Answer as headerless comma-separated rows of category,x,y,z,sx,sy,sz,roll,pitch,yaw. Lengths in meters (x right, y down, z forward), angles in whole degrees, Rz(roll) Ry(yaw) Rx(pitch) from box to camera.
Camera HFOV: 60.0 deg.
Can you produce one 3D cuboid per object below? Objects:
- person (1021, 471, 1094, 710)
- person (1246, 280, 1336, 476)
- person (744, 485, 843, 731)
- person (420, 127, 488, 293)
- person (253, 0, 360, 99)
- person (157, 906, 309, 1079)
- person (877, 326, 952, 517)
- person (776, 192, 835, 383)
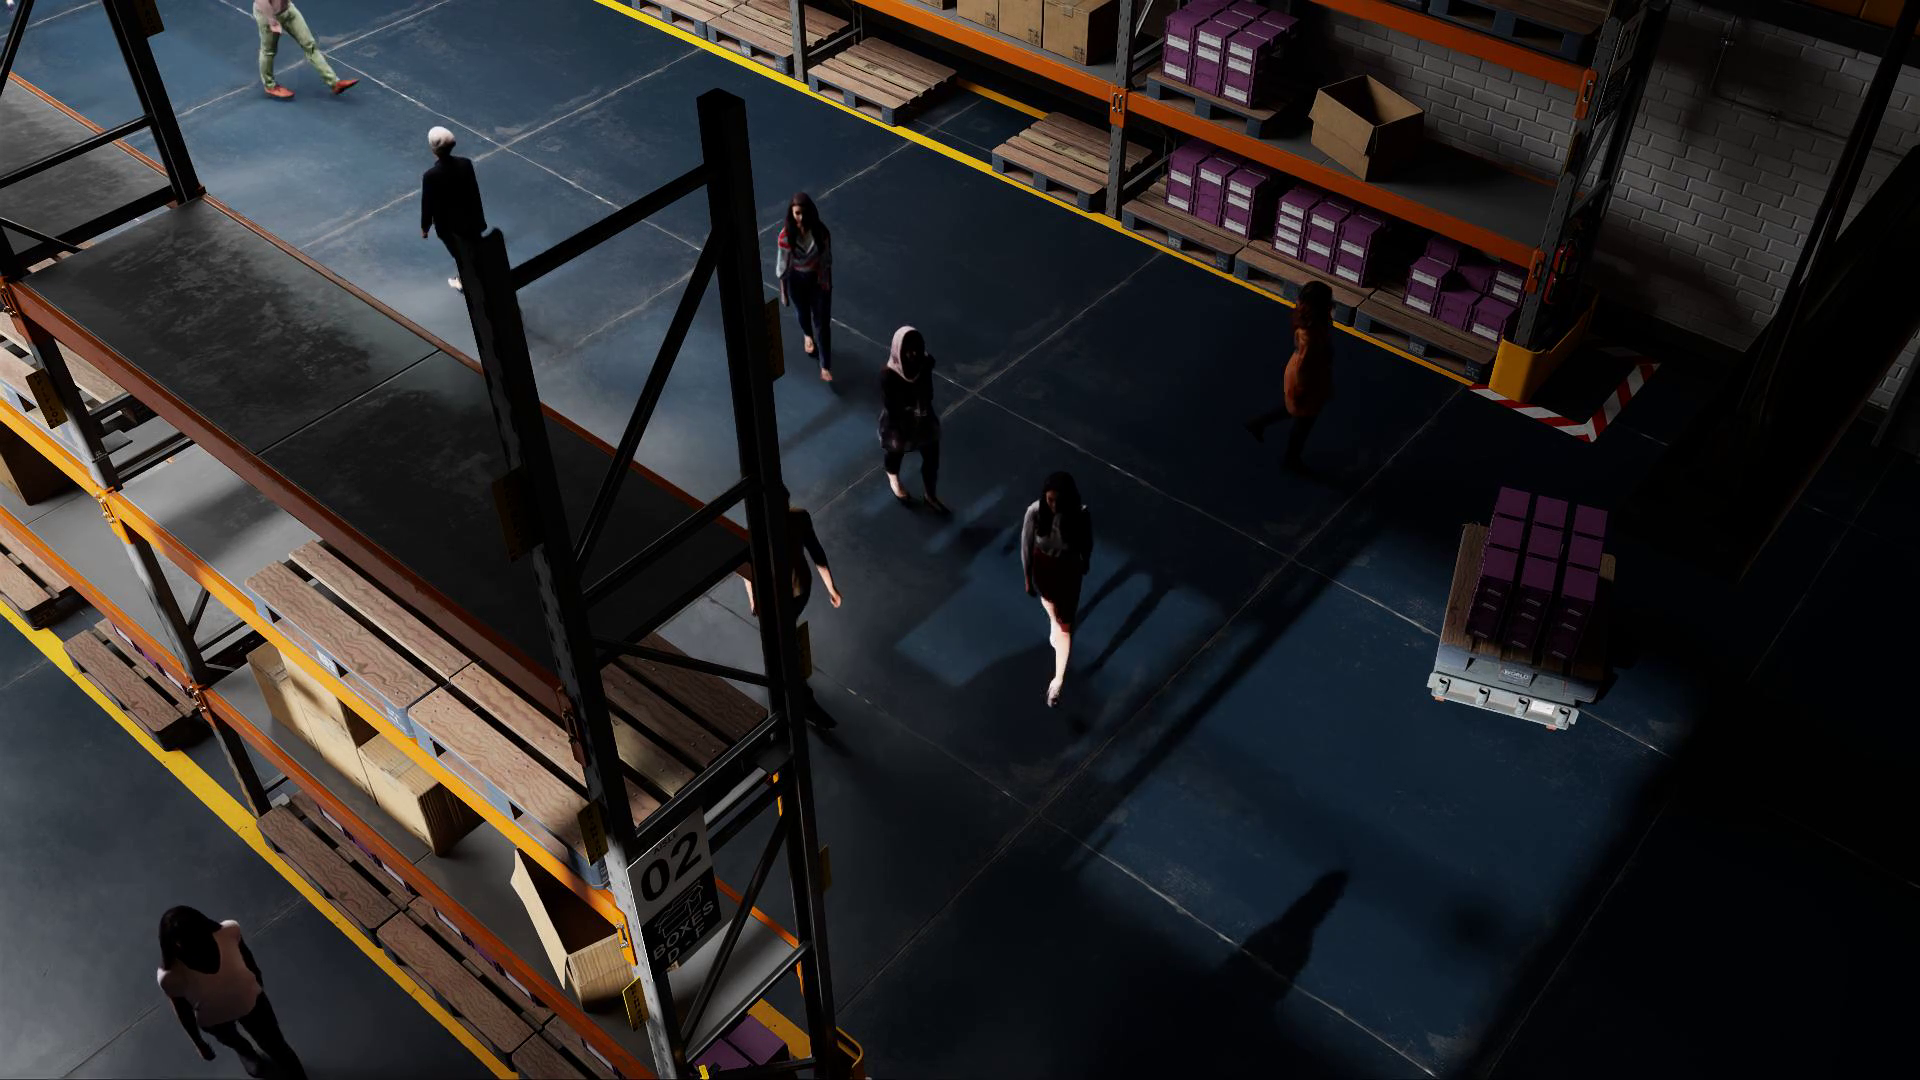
person,0.622,0.163,10.854,1.086,1.710,1.010,6,44,7
person,2.464,-1.209,12.296,0.961,1.707,0.859,15,46,15
person,-1.150,0.292,10.640,0.715,1.818,1.095,-34,53,-31
person,-4.157,-2.550,13.807,0.962,1.748,0.754,33,52,30
person,-6.808,-5.165,16.362,1.349,1.826,1.087,9,44,9
person,-3.827,2.370,8.589,1.104,1.638,0.654,33,53,30
person,-0.439,-0.911,12.049,0.714,1.616,0.859,-27,50,-26
person,-1.233,-2.106,13.337,1.003,1.571,1.106,-8,44,-8
